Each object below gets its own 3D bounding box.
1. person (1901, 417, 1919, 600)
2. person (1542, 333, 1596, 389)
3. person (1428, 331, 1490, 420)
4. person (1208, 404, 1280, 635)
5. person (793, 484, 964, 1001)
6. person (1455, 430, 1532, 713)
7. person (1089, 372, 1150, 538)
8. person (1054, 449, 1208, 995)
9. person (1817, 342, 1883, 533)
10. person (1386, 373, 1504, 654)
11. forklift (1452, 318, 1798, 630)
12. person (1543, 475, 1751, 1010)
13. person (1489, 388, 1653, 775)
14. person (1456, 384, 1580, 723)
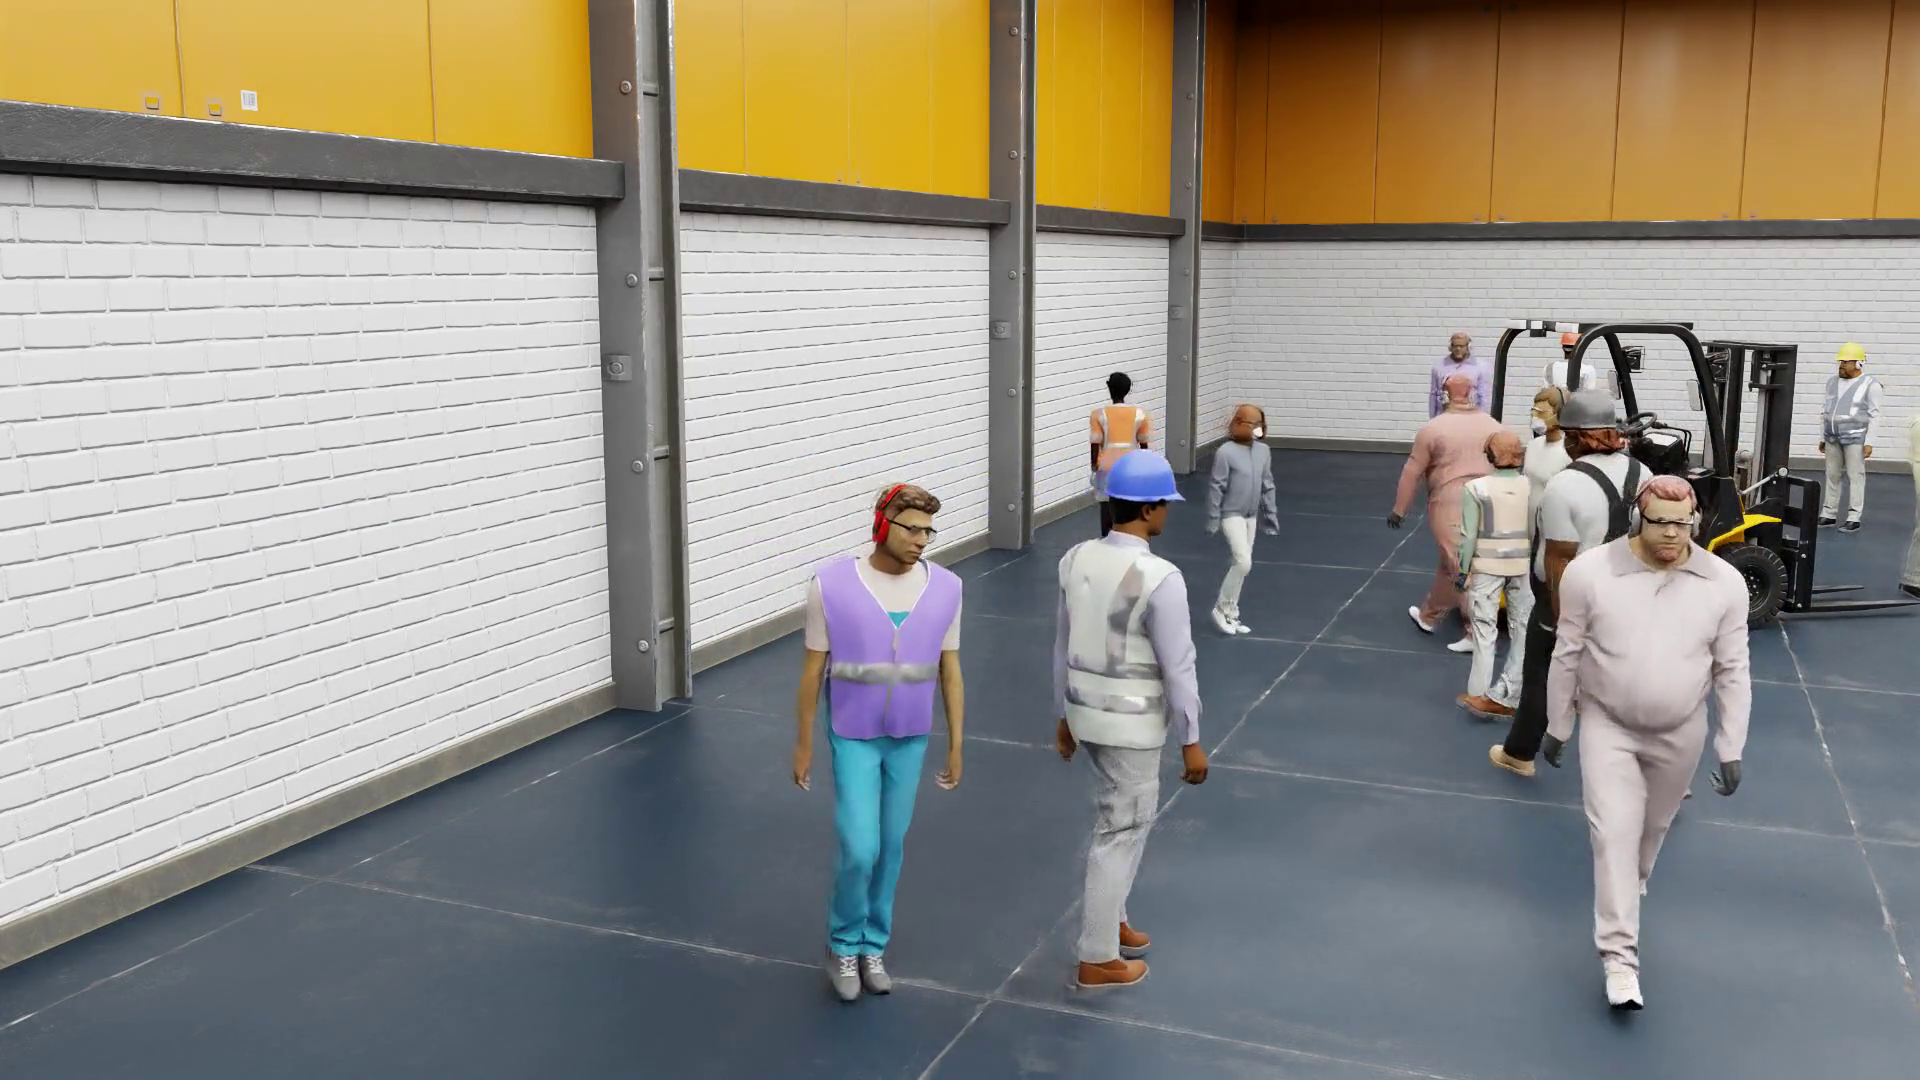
[{"bbox_3d":[7.425,-0.361,12.447,0.621,1.774,0.887,-1,9,-5],"label":"person"},{"bbox_3d":[6.190,-1.185,16.935,0.545,1.938,0.359,7,12,36],"label":"person"},{"bbox_3d":[5.406,-1.328,18.014,0.649,1.877,0.833,5,11,27],"label":"person"},{"bbox_3d":[1.949,-0.137,11.541,0.511,1.617,0.402,-8,12,-41],"label":"person"},{"bbox_3d":[-0.268,0.708,5.804,0.607,1.818,0.492,-4,10,-23],"label":"person"},{"bbox_3d":[3.088,0.191,9.500,0.513,1.640,0.309,-1,9,-5],"label":"person"},{"bbox_3d":[1.378,-0.609,14.262,0.541,1.670,0.828,-1,9,-5],"label":"person"},{"bbox_3d":[0.623,0.643,5.882,0.587,1.927,0.607,-5,10,-26],"label":"person"},{"bbox_3d":[8.561,-0.990,16.071,0.403,1.832,0.594,-4,10,-22],"label":"person"},{"bbox_3d":[3.307,-0.196,11.228,0.662,1.841,1.014,-4,10,-21],"label":"person"},{"bbox_3d":[4.706,-0.497,11.990,2.313,2.155,1.214,-2,10,-10],"label":"forklift"},{"bbox_3d":[2.452,0.679,5.942,0.655,1.843,1.036,2,10,11],"label":"person"},{"bbox_3d":[3.067,0.233,8.030,0.681,2.000,1.048,-3,10,-20],"label":"person"},{"bbox_3d":[3.202,0.080,9.390,0.854,1.906,0.643,0,9,-2],"label":"person"}]
